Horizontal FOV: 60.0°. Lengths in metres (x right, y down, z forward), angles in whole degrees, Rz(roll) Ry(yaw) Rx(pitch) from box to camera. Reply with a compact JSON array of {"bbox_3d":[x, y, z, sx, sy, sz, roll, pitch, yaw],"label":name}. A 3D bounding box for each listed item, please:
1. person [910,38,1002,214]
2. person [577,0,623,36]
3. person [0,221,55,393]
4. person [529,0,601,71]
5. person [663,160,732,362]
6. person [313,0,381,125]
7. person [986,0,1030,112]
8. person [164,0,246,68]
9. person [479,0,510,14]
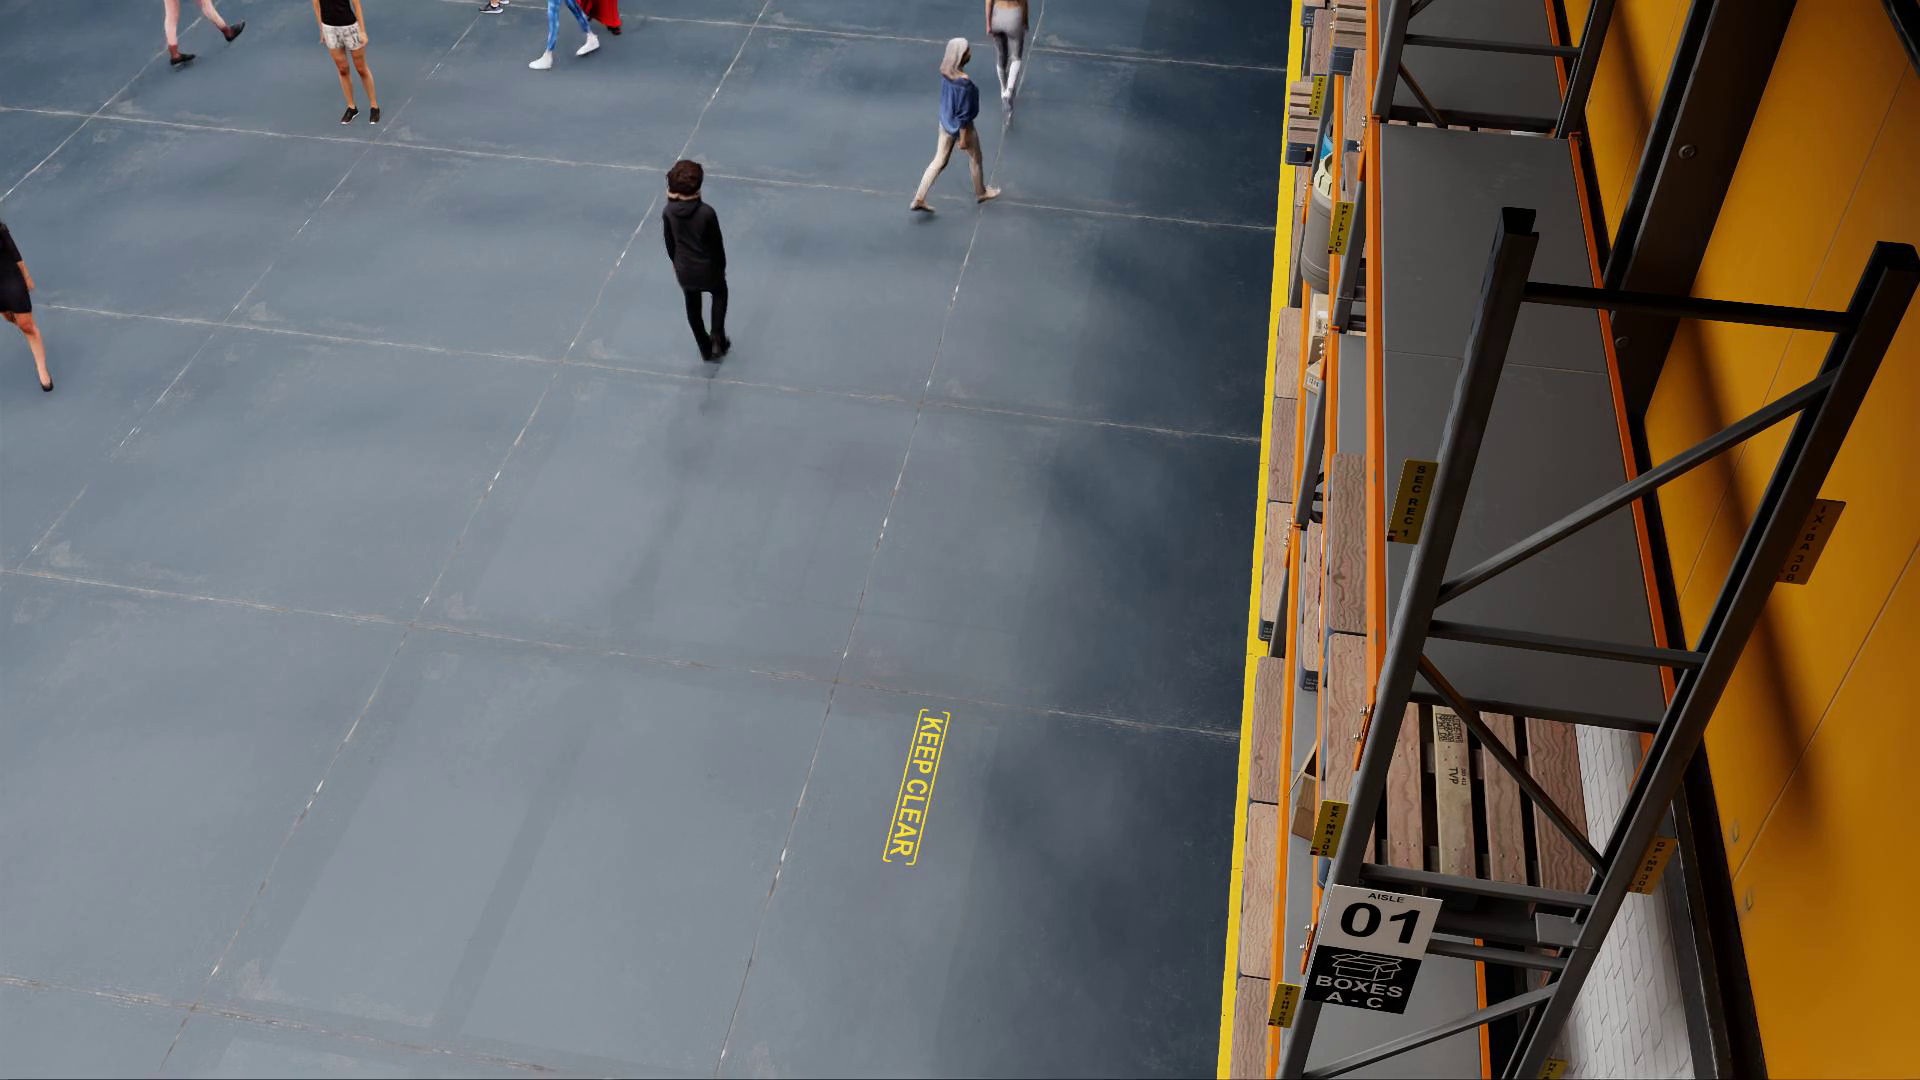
[{"bbox_3d":[-0.106,-3.596,14.647,1.155,1.656,1.144,-22,48,-22],"label":"person"},{"bbox_3d":[-3.824,-6.144,17.240,0.888,1.769,0.938,-26,49,-24],"label":"person"},{"bbox_3d":[-7.476,-2.012,12.989,0.958,1.639,1.129,-18,46,-18],"label":"person"},{"bbox_3d":[-3.983,-5.694,16.785,1.003,1.744,1.176,33,53,30],"label":"person"},{"bbox_3d":[-2.059,-2.113,12.998,0.639,1.771,0.571,5,44,5],"label":"person"},{"bbox_3d":[-5.885,-4.883,15.852,0.620,1.846,0.550,2,44,3],"label":"person"},{"bbox_3d":[0.457,-4.925,16.006,0.596,1.695,0.898,4,44,5],"label":"person"},{"bbox_3d":[-7.950,-5.577,16.709,0.958,1.670,1.230,25,49,24],"label":"person"},{"bbox_3d":[-5.075,-6.446,17.609,0.638,1.697,0.509,9,44,9],"label":"person"}]
